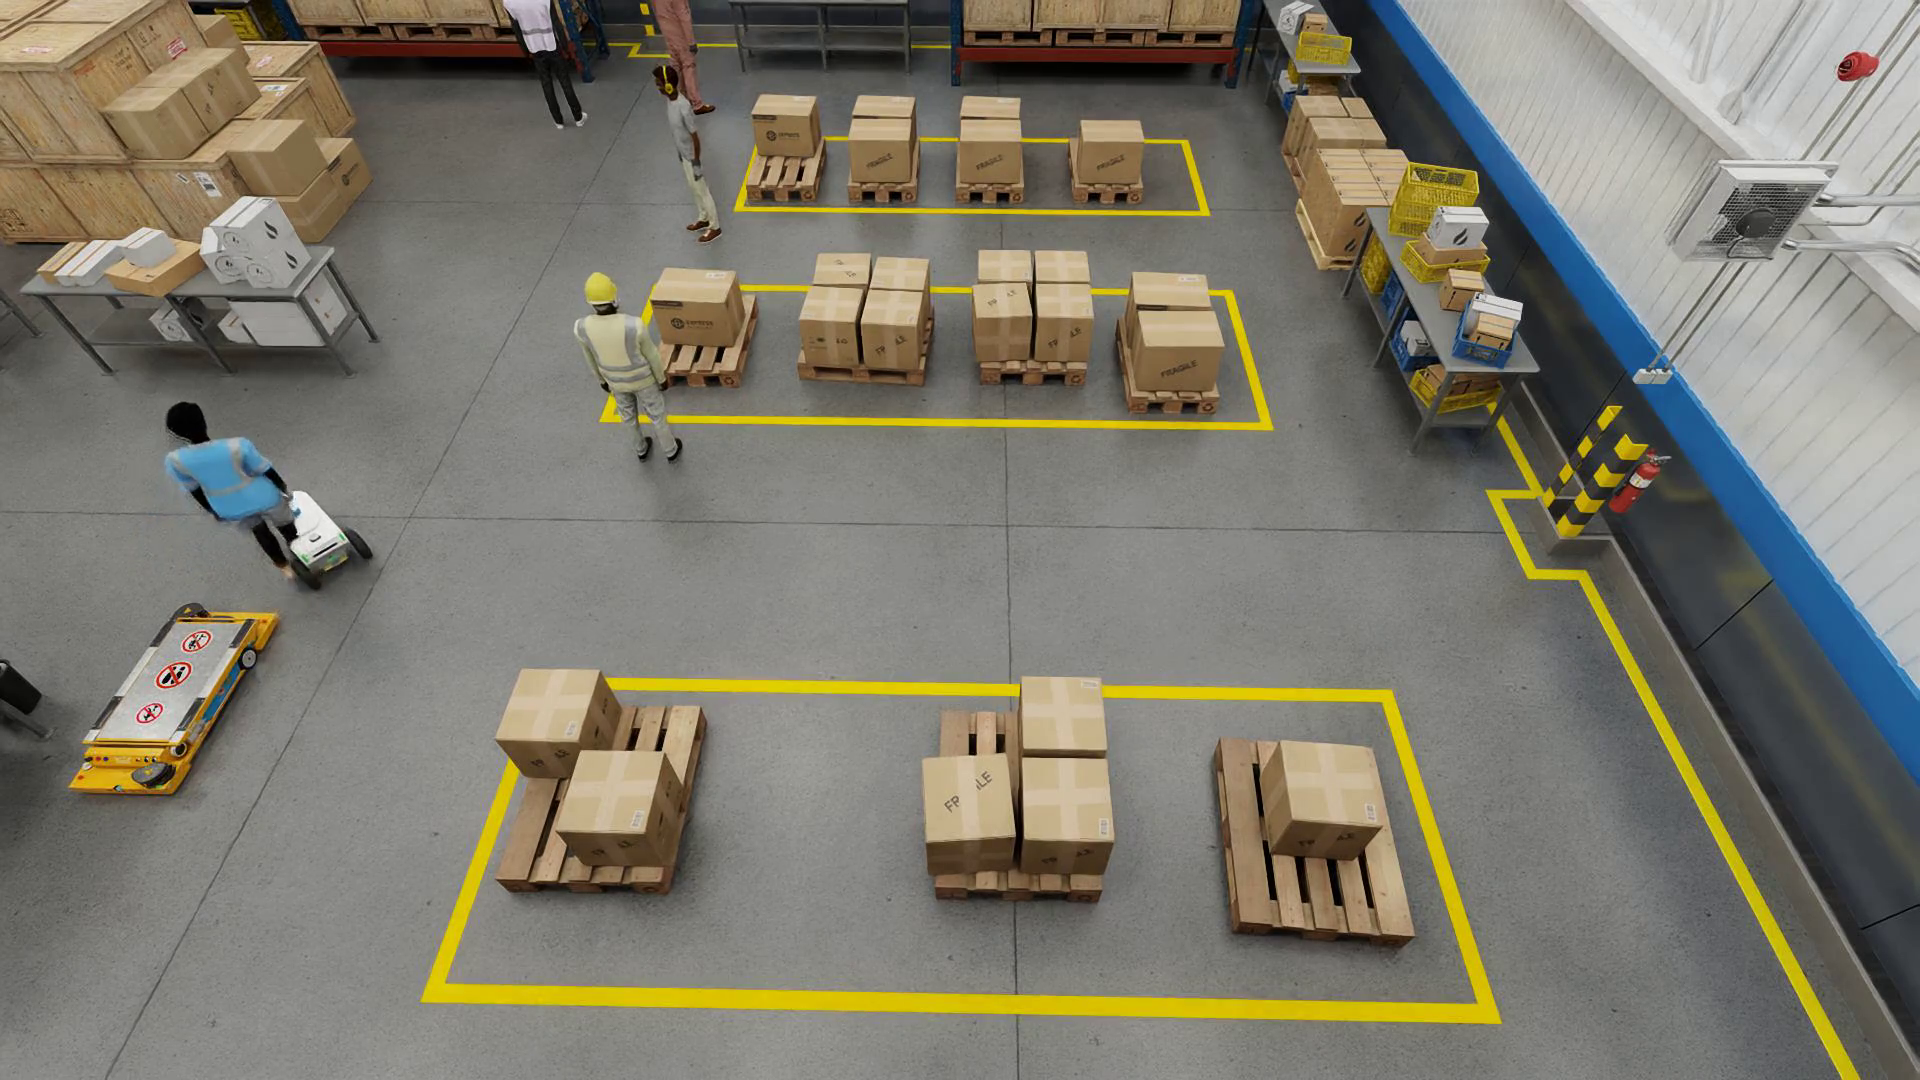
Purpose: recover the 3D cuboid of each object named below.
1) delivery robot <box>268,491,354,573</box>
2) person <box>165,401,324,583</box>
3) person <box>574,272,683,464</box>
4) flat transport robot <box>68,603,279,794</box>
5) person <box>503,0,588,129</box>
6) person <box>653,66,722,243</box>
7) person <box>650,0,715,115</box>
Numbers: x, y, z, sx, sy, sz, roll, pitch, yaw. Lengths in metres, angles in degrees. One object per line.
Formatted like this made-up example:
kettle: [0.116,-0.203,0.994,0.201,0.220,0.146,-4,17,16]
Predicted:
delivery robot: [-5.114,-0.084,7.173,0.707,0.478,0.477,34,57,25]
person: [-5.185,-0.302,6.683,0.551,1.677,0.362,-21,53,-17]
person: [-2.688,-1.352,7.485,0.585,1.825,0.403,2,50,2]
flat transport robot: [-5.504,1.072,6.442,0.652,0.197,1.431,1,50,1]
person: [-5.206,-6.162,11.492,0.593,1.920,0.392,-9,50,-8]
person: [-2.900,-4.091,9.775,0.329,1.865,0.513,-26,55,-20]
person: [-3.605,-6.504,11.789,0.651,1.906,0.409,34,58,26]
